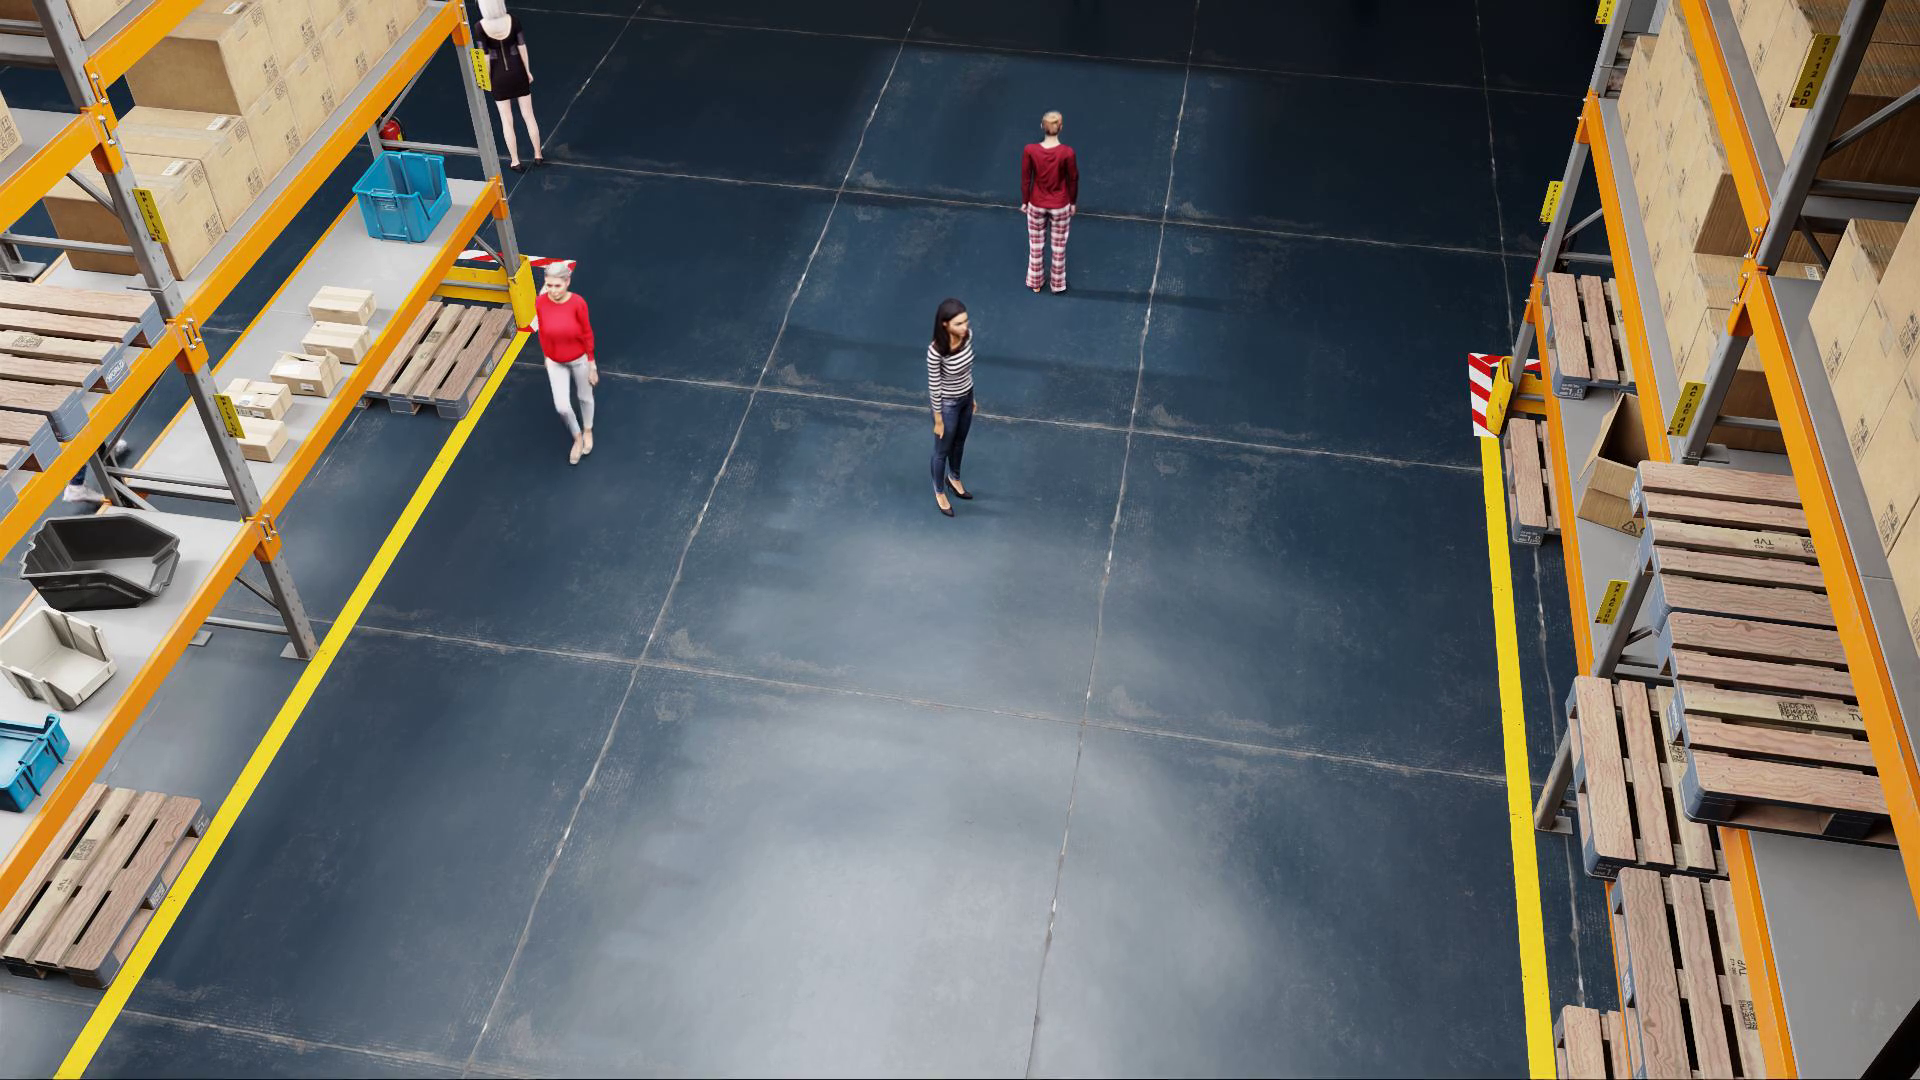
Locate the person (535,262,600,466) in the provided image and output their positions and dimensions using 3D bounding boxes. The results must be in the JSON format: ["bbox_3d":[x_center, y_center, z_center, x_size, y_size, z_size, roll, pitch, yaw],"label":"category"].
[{"bbox_3d":[-2.848,-1.365,12.242,0.629,1.681,0.683,-1,44,-1],"label":"person"}]

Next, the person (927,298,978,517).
[{"bbox_3d":[-0.059,-0.940,11.712,0.703,1.797,0.570,28,50,26],"label":"person"}]

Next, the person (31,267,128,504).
[{"bbox_3d":[-6.452,-1.077,11.879,0.766,1.765,1.045,14,45,15],"label":"person"}]

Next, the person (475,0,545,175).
[{"bbox_3d":[-4.097,-4.192,15.102,0.657,1.830,0.681,-18,46,-18],"label":"person"}]

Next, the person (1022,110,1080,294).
[{"bbox_3d":[0.737,-2.794,13.726,0.621,1.703,0.511,4,44,5],"label":"person"}]
